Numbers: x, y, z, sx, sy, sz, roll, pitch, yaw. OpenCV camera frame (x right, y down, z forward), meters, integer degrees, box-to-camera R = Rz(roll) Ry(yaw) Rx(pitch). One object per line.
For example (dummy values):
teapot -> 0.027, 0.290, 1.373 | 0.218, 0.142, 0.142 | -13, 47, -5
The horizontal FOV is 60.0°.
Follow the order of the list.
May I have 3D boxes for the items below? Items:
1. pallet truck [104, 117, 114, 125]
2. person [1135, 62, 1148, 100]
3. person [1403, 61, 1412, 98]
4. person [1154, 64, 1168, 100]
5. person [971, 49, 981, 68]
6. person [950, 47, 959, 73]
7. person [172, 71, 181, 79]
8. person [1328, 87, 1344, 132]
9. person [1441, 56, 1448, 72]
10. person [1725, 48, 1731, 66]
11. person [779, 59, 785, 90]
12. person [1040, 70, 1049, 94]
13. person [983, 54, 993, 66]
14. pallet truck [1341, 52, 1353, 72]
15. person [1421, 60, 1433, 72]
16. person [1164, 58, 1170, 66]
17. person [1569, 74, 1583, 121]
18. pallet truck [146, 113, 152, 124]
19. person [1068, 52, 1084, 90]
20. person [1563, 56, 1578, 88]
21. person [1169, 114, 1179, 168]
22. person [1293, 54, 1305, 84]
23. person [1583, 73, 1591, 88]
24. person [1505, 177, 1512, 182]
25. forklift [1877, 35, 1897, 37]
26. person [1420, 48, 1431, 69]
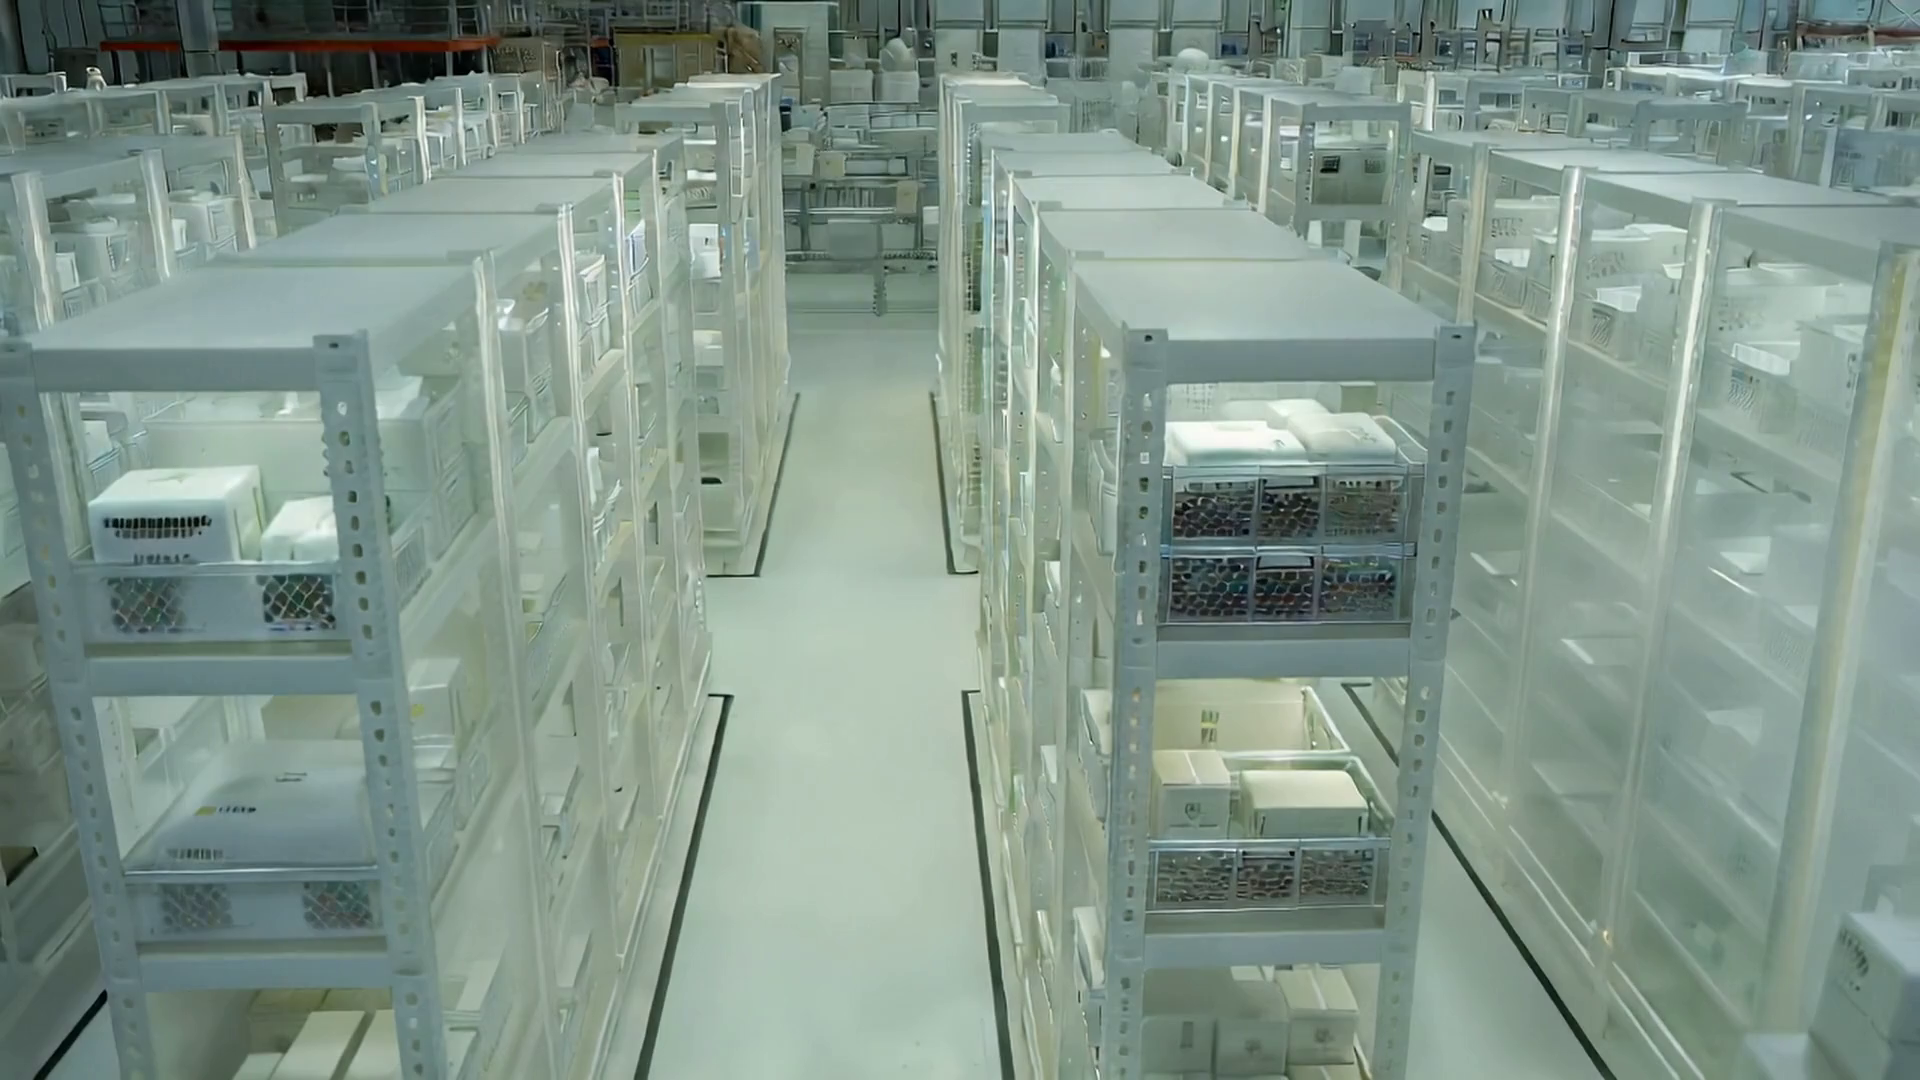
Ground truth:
pallet truck -> -18.367, -7.885, 35.078 | 1.885, 1.965, 0.823 | 1, 18, 2
person -> 7.412, -18.459, 67.838 | 0.628, 1.965, 0.518 | -6, 19, -19
person -> 20.953, -21.573, 77.916 | 0.541, 1.695, 0.316 | -9, 20, -25
person -> 7.893, -17.463, 64.685 | 0.789, 2.022, 0.626 | -14, 23, -37
person -> 0.890, -25.340, 89.237 | 0.969, 1.912, 0.617 | 16, 24, 41
person -> -0.317, -26.563, 92.970 | 0.543, 1.939, 0.370 | -14, 22, -36
person -> -29.555, -16.757, 62.764 | 0.622, 1.851, 0.468 | 15, 23, 38
person -> 11.711, -13.145, 51.694 | 0.617, 1.781, 0.925 | -1, 18, -4
person -> 23.763, -22.851, 81.750 | 0.949, 1.783, 0.543 | 16, 24, 40
person -> 41.561, -25.686, 90.267 | 0.373, 1.935, 0.628 | 0, 18, 0
person -> -8.716, -22.759, 81.383 | 0.430, 1.835, 0.621 | -5, 18, -14
person -> 3.244, -17.063, 63.702 | 0.386, 1.855, 0.562 | 11, 21, 29
person -> 1.297, -22.353, 79.958 | 0.585, 1.928, 0.378 | 14, 23, 37
pallet truck -> 18.794, -23.123, 82.231 | 0.823, 1.965, 1.885 | -13, 22, -35
person -> 20.435, -20.054, 72.872 | 0.582, 1.919, 0.397 | -5, 19, -16
person -> 10.090, -23.026, 82.454 | 0.928, 1.677, 0.482 | 10, 20, 27
person -> 21.350, -15.216, 57.858 | 0.378, 1.938, 0.547 | -10, 20, -28
pallet truck -> -18.087, -8.309, 36.390 | 1.885, 1.965, 0.823 | -1, 18, -4
person -> 5.929, -24.009, 85.127 | 0.963, 1.897, 0.653 | -10, 21, -29
person -> 28.735, -21.806, 78.335 | 0.645, 1.896, 1.005 | 7, 19, 21
person -> 5.124, -9.362, 40.019 | 0.311, 1.768, 0.533 | -3, 18, -10
person -> 16.896, -23.264, 82.922 | 0.621, 1.841, 0.429 | 7, 19, 21
person -> 24.299, -17.209, 64.425 | 0.321, 1.689, 0.531 | -7, 19, -22
person -> 11.912, -7.925, 35.719 | 0.568, 1.671, 0.532 | -5, 18, -14
forklift -> 44.184, -22.804, 79.832 | 1.129, 2.768, 1.873 | -1, 18, -2
person -> 25.925, -26.354, 92.395 | 0.516, 1.897, 0.575 | -16, 24, -40
